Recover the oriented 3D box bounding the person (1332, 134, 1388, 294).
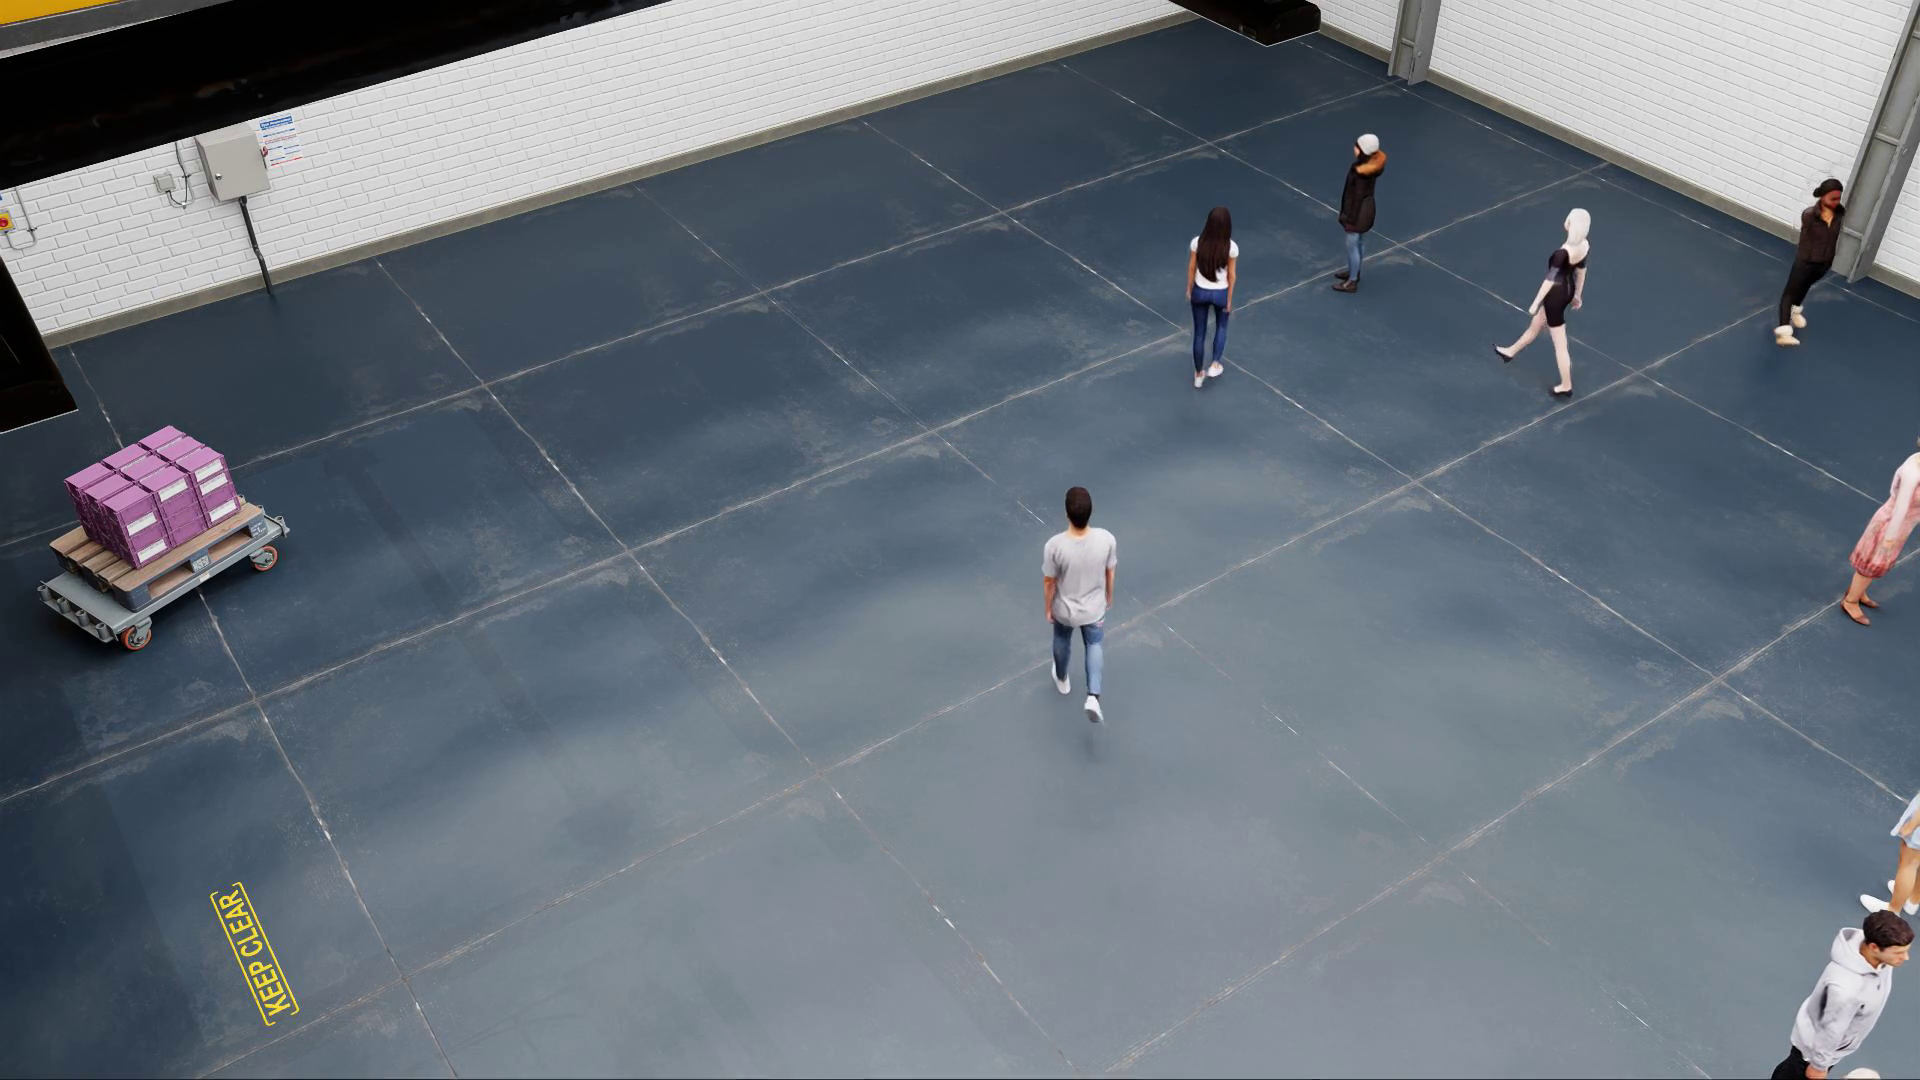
[{"bbox_3d":[3.930,-3.220,16.355,0.767,1.631,0.729,12,40,15],"label":"person"}]

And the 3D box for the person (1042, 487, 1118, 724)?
[{"bbox_3d":[0.842,0.476,11.539,0.993,1.867,1.146,-3,39,-4],"label":"person"}]

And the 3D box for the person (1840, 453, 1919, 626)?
[{"bbox_3d":[6.984,-0.134,12.443,0.656,1.691,0.648,27,46,30],"label":"person"}]

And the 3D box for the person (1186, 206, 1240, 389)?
[{"bbox_3d":[2.227,-2.129,14.883,0.710,1.763,0.777,9,39,11],"label":"person"}]

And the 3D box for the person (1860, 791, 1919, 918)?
[{"bbox_3d":[5.954,1.687,10.132,0.628,1.729,0.586,-15,41,-18],"label":"person"}]

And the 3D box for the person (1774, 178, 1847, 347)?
[{"bbox_3d":[7.987,-2.651,15.657,1.146,1.613,0.994,-20,43,-23],"label":"person"}]

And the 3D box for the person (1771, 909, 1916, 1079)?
[{"bbox_3d":[4.585,2.606,8.821,0.650,1.929,0.728,29,47,31],"label":"person"}]

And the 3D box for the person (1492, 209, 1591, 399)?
[{"bbox_3d":[5.389,-2.056,14.775,0.700,1.784,1.176,-28,47,-31],"label":"person"}]
